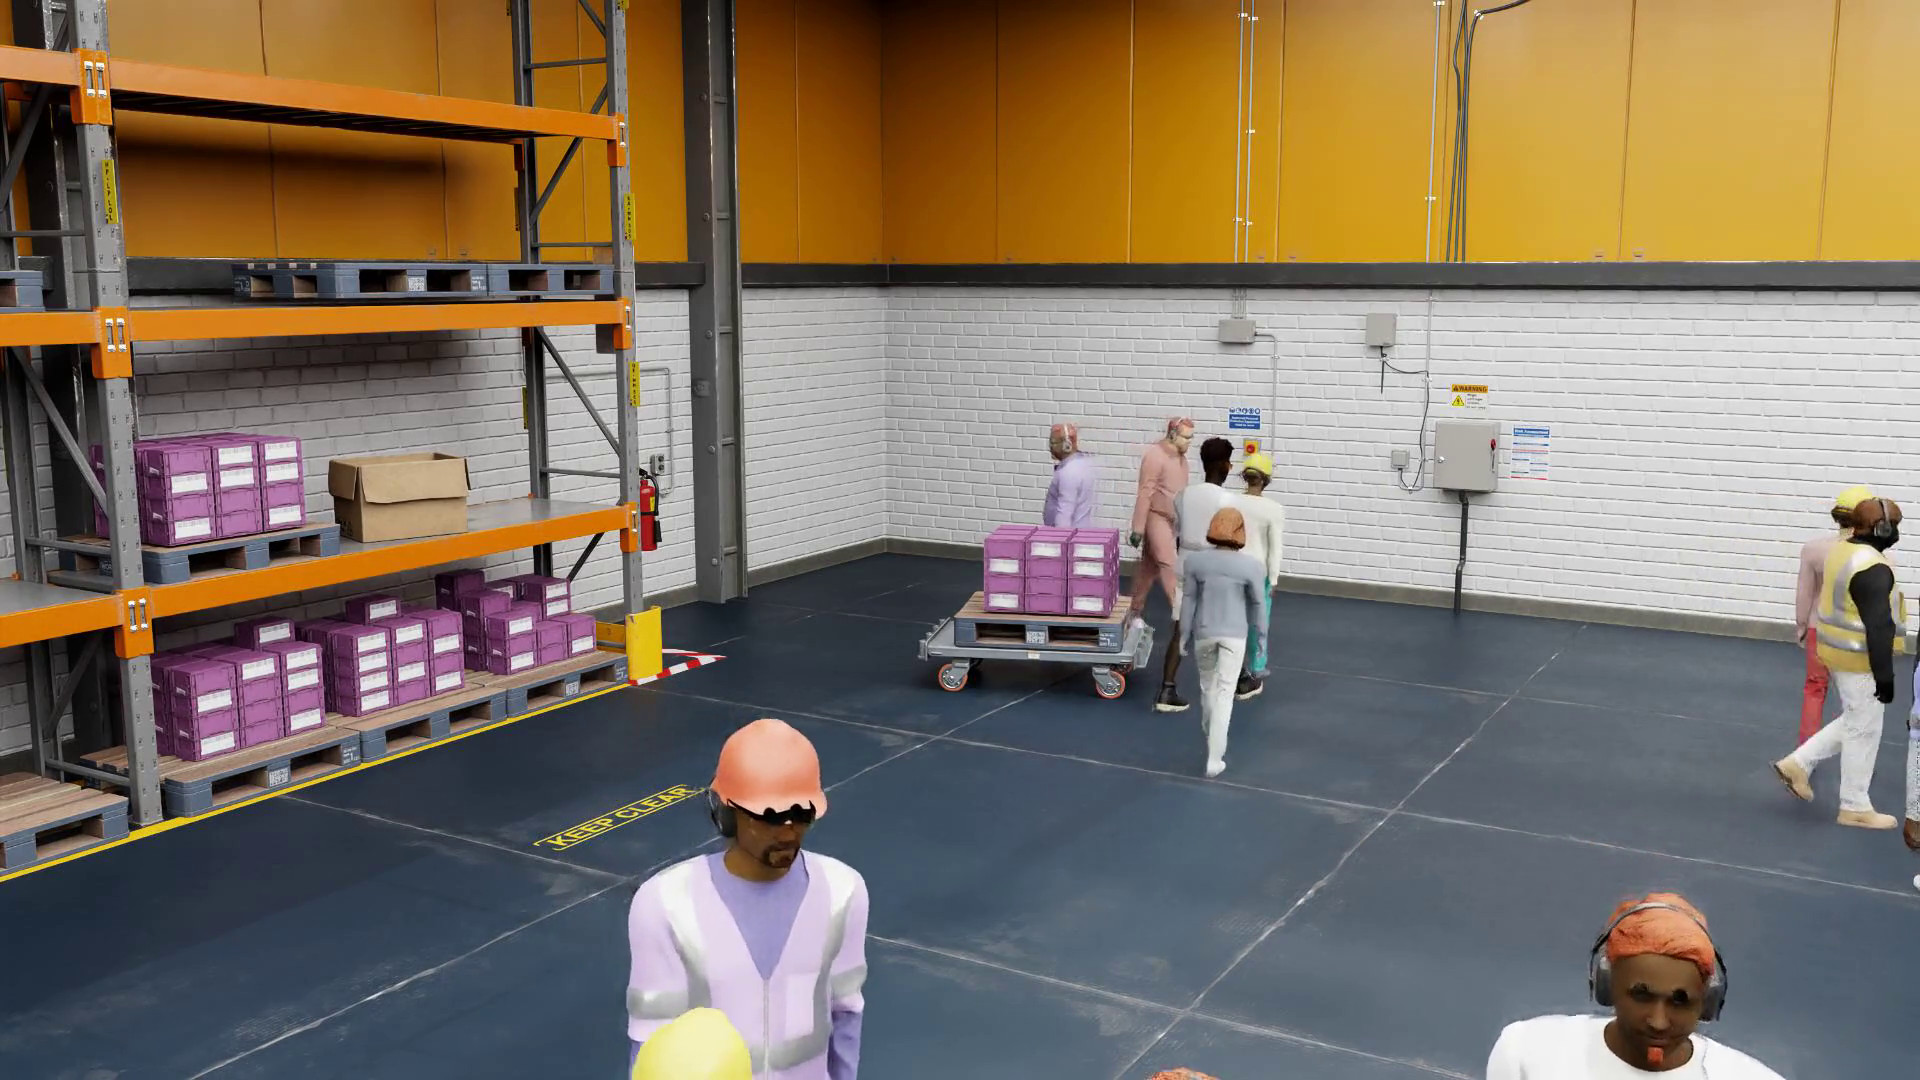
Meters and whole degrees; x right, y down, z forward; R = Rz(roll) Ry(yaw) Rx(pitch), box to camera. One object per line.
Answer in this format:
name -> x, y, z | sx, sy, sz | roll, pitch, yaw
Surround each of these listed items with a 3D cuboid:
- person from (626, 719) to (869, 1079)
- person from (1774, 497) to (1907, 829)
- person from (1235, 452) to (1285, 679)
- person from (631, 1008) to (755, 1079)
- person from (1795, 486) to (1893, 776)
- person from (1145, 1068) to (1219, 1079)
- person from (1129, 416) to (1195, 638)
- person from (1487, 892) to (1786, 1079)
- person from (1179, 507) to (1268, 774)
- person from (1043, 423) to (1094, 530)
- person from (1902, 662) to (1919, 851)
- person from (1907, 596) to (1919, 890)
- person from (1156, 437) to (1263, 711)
person -> -0.508, 1.395, 4.043 | 0.621, 2.009, 0.984 | -3, 10, -21
person -> 4.895, 0.669, 9.141 | 0.519, 1.821, 0.662 | 3, 9, 16
person -> 2.076, 0.229, 12.154 | 0.558, 1.731, 0.814 | 5, 10, 28
person -> -0.479, 1.689, 2.997 | 0.528, 1.740, 0.643 | 5, 10, 29
person -> 5.310, 0.554, 10.017 | 0.527, 1.768, 0.331 | 9, 13, 44
person -> 0.197, 1.711, 2.489 | 0.630, 1.863, 0.536 | 6, 11, 34
person -> 1.769, -0.101, 13.869 | 0.956, 1.842, 0.703 | 5, 10, 27
person -> 1.273, 1.596, 3.191 | 0.616, 1.865, 0.600 | 3, 10, 19
person -> 1.639, 0.592, 10.258 | 0.519, 1.596, 0.796 | 4, 10, 22
person -> 0.920, -0.009, 13.301 | 0.997, 1.857, 0.649 | 2, 9, 13
person -> 3.997, 1.051, 6.495 | 0.551, 1.911, 0.845 | 5, 10, 28
person -> 4.873, 0.812, 7.956 | 0.588, 1.913, 0.390 | 4, 10, 22
person -> 1.741, 0.229, 11.621 | 0.609, 1.907, 1.038 | 8, 12, 40
